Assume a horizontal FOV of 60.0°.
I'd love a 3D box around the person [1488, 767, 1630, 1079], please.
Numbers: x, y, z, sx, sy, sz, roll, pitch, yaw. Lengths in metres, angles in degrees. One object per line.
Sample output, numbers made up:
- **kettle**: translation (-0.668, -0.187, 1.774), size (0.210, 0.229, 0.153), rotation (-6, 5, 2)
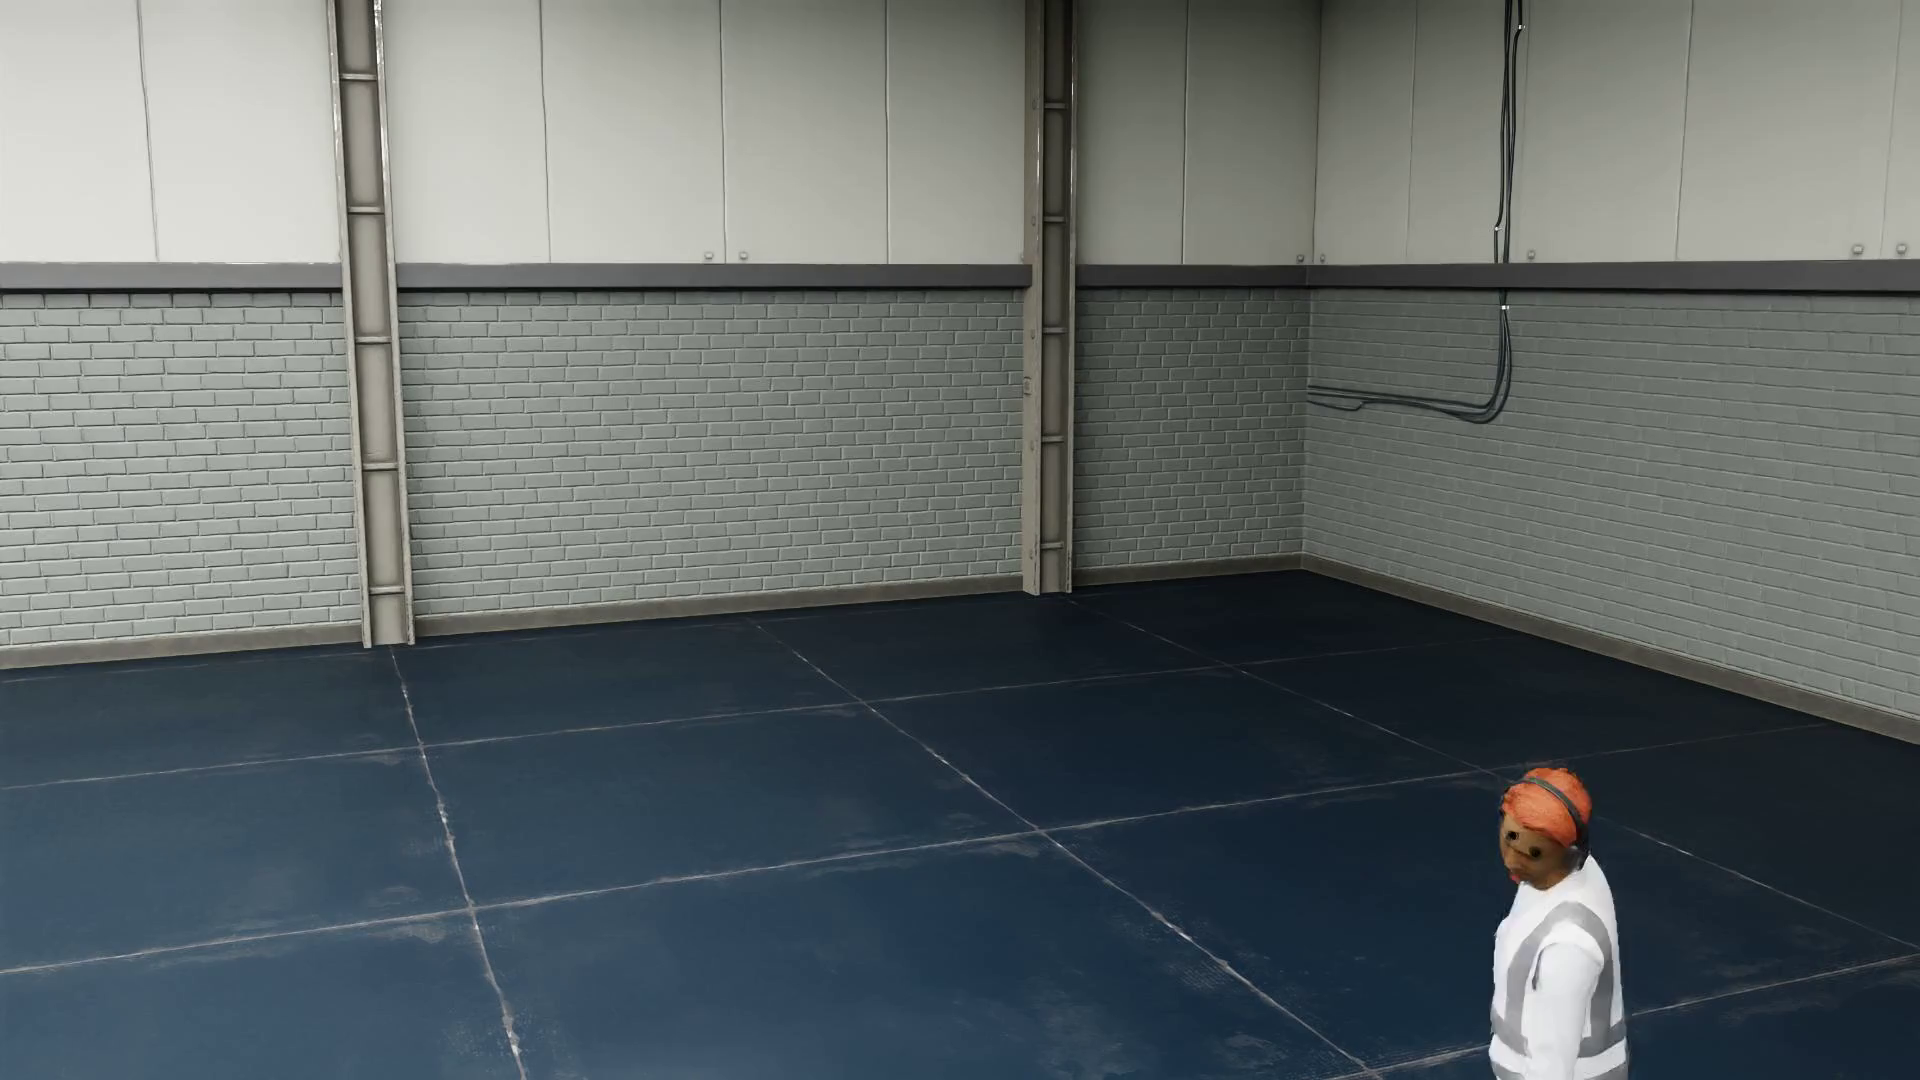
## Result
- **person**: translation (1.534, 1.442, 4.294), size (0.350, 1.856, 0.719), rotation (4, 10, 21)
